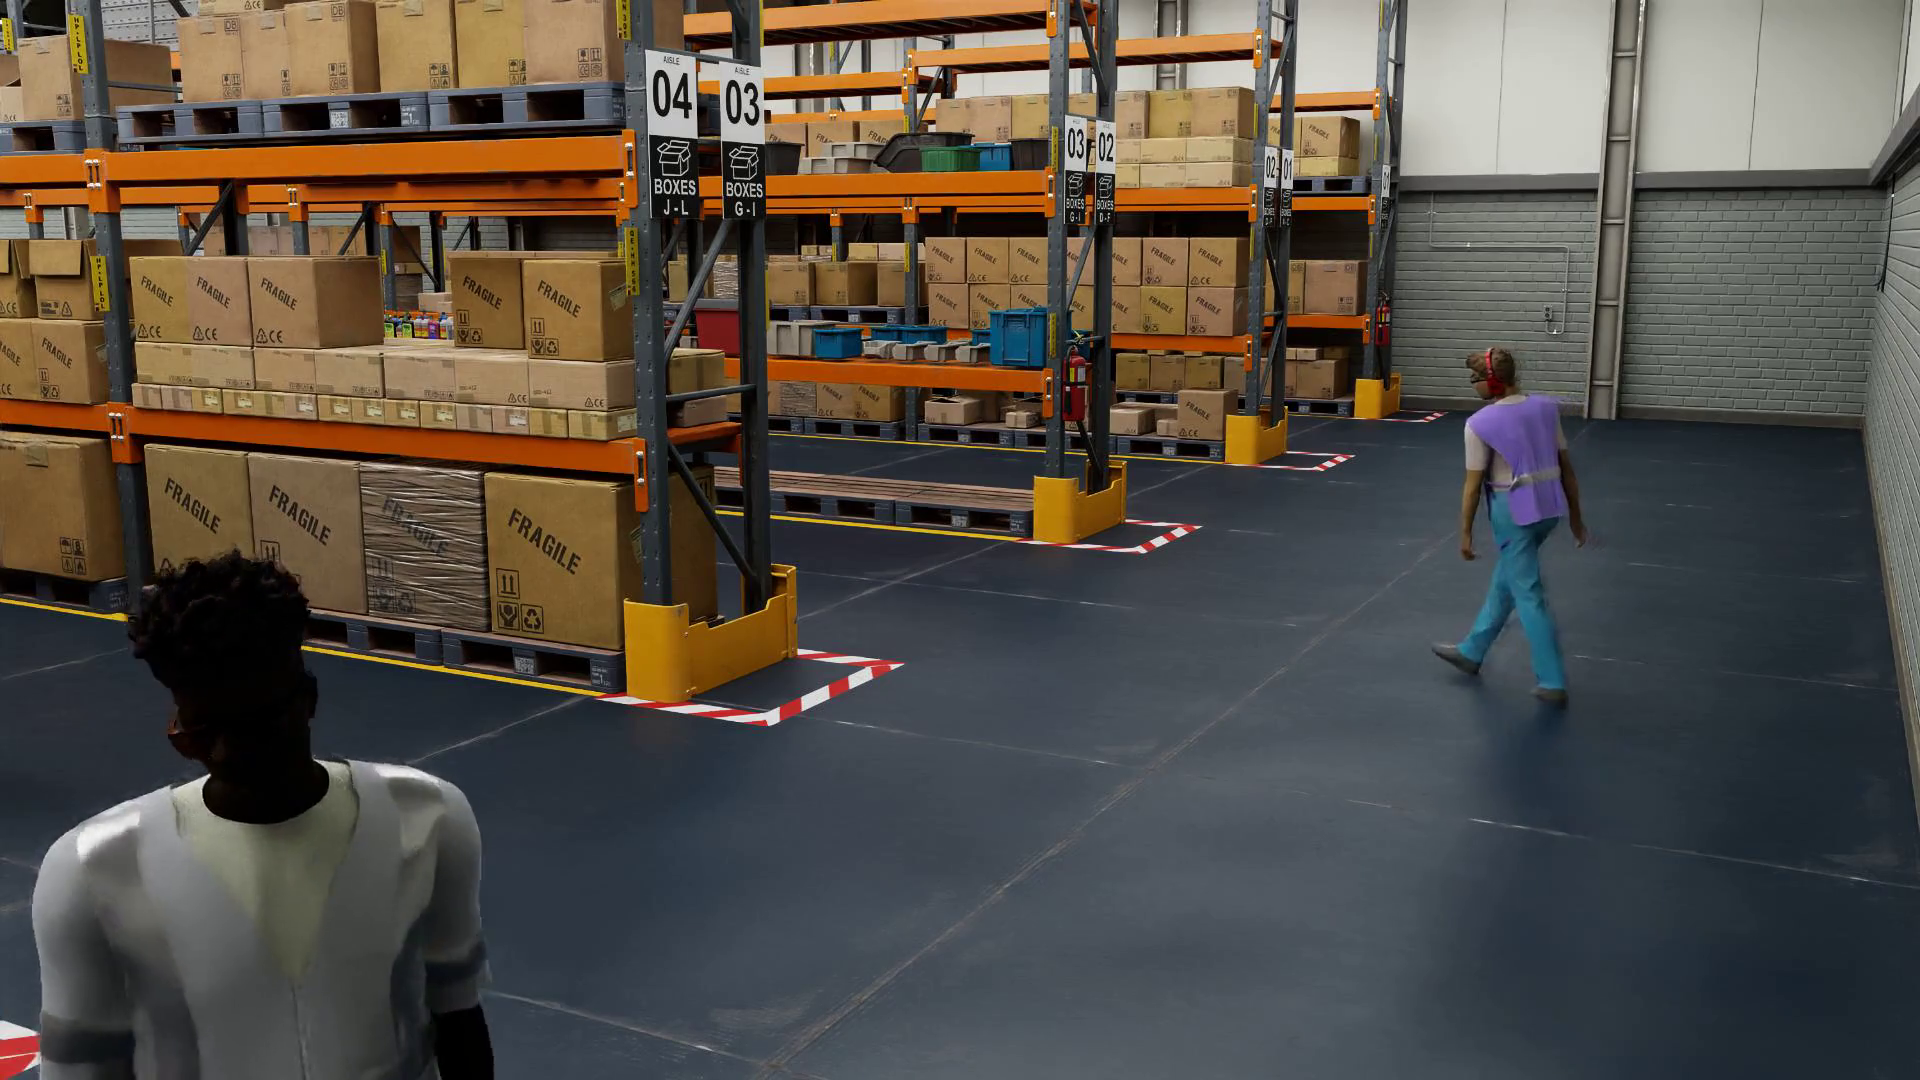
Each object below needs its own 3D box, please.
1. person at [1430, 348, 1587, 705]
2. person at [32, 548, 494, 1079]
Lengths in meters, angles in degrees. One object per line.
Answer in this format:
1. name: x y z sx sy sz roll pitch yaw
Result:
1. person: 2.817 -0.090 8.547 0.650 1.777 0.933 -6 12 -30
2. person: -0.978 0.954 2.462 0.642 1.938 0.602 -7 12 -32
